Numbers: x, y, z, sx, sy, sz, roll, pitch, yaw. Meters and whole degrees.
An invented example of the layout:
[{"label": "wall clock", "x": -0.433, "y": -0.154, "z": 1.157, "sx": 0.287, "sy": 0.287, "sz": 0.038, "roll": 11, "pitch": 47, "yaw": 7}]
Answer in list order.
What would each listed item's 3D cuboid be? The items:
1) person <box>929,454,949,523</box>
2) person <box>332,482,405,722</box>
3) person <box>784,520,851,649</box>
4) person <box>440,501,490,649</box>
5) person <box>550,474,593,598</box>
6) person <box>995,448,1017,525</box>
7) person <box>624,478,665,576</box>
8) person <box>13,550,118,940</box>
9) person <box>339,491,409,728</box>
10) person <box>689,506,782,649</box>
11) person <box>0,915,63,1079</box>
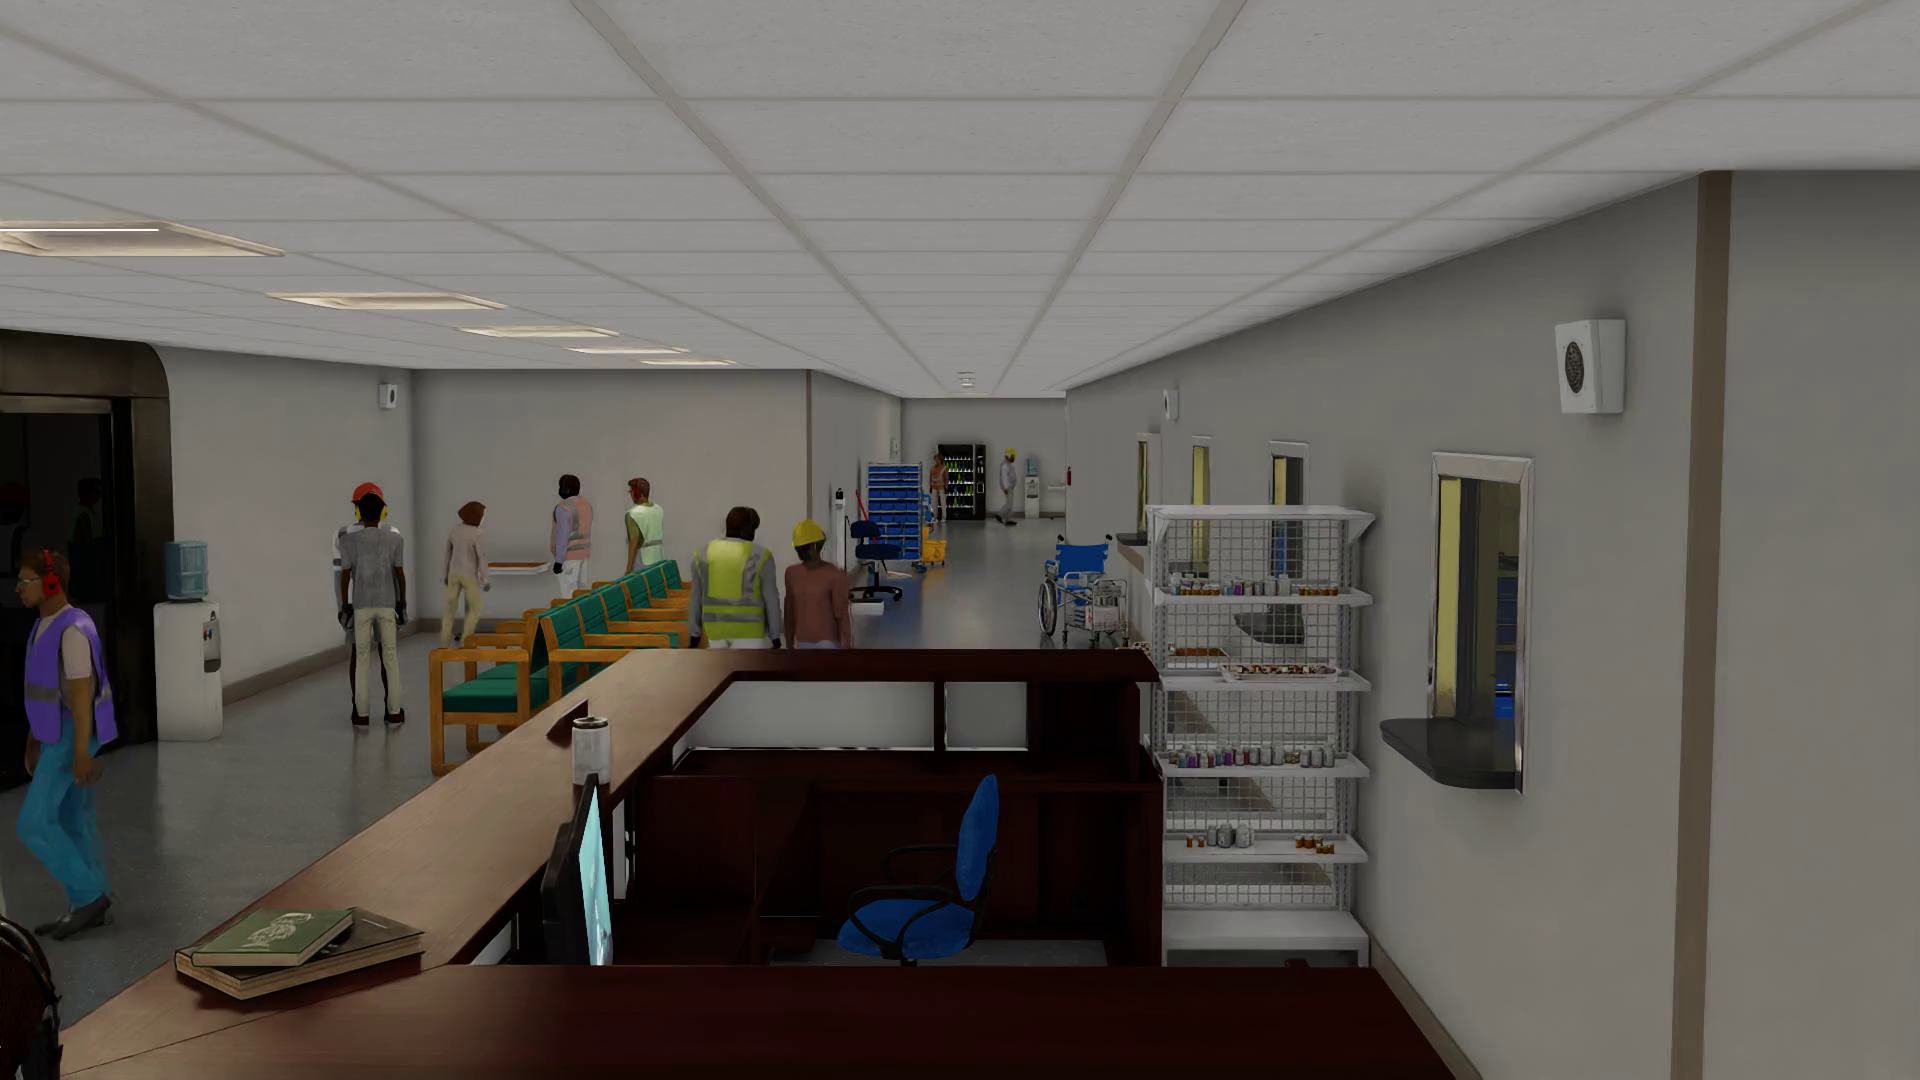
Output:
[{"label": "person", "x": -0.502, "y": -1.220, "z": 39.566, "sx": 0.513, "sy": 1.641, "sz": 0.309, "roll": 2, "pitch": 5, "yaw": 30}, {"label": "person", "x": -4.758, "y": 0.502, "z": 13.420, "sx": 0.542, "sy": 1.928, "sz": 0.374, "roll": -1, "pitch": 4, "yaw": -9}, {"label": "person", "x": -0.978, "y": 0.706, "z": 11.922, "sx": 0.559, "sy": 1.734, "sz": 0.719, "roll": 2, "pitch": 5, "yaw": 29}, {"label": "person", "x": -5.142, "y": 0.401, "z": 17.166, "sx": 0.598, "sy": 1.597, "sz": 0.406, "roll": 2, "pitch": 5, "yaw": 26}, {"label": "person", "x": -4.290, "y": 0.197, "z": 18.304, "sx": 0.429, "sy": 1.844, "sz": 0.626, "roll": 1, "pitch": 4, "yaw": 15}, {"label": "person", "x": 1.108, "y": -1.232, "z": 38.549, "sx": 0.433, "sy": 1.809, "sz": 0.605, "roll": 1, "pitch": 4, "yaw": 17}, {"label": "person", "x": -3.269, "y": 0.273, "z": 17.231, "sx": 0.389, "sy": 1.842, "sz": 0.566, "roll": 2, "pitch": 4, "yaw": 22}, {"label": "person", "x": -4.204, "y": 0.954, "z": 7.772, "sx": 0.455, "sy": 1.825, "sz": 0.593, "roll": -3, "pitch": 5, "yaw": -39}, {"label": "person", "x": -4.639, "y": 0.548, "z": 13.171, "sx": 0.513, "sy": 1.872, "sz": 0.328, "roll": -2, "pitch": 4, "yaw": -22}, {"label": "person", "x": -1.595, "y": 0.664, "z": 11.894, "sx": 0.665, "sy": 1.818, "sz": 0.464, "roll": 1, "pitch": 4, "yaw": 16}, {"label": "person", "x": -1.187, "y": 1.364, "z": 2.007, "sx": 0.630, "sy": 1.835, "sz": 0.429, "roll": -2, "pitch": 5, "yaw": -29}]
